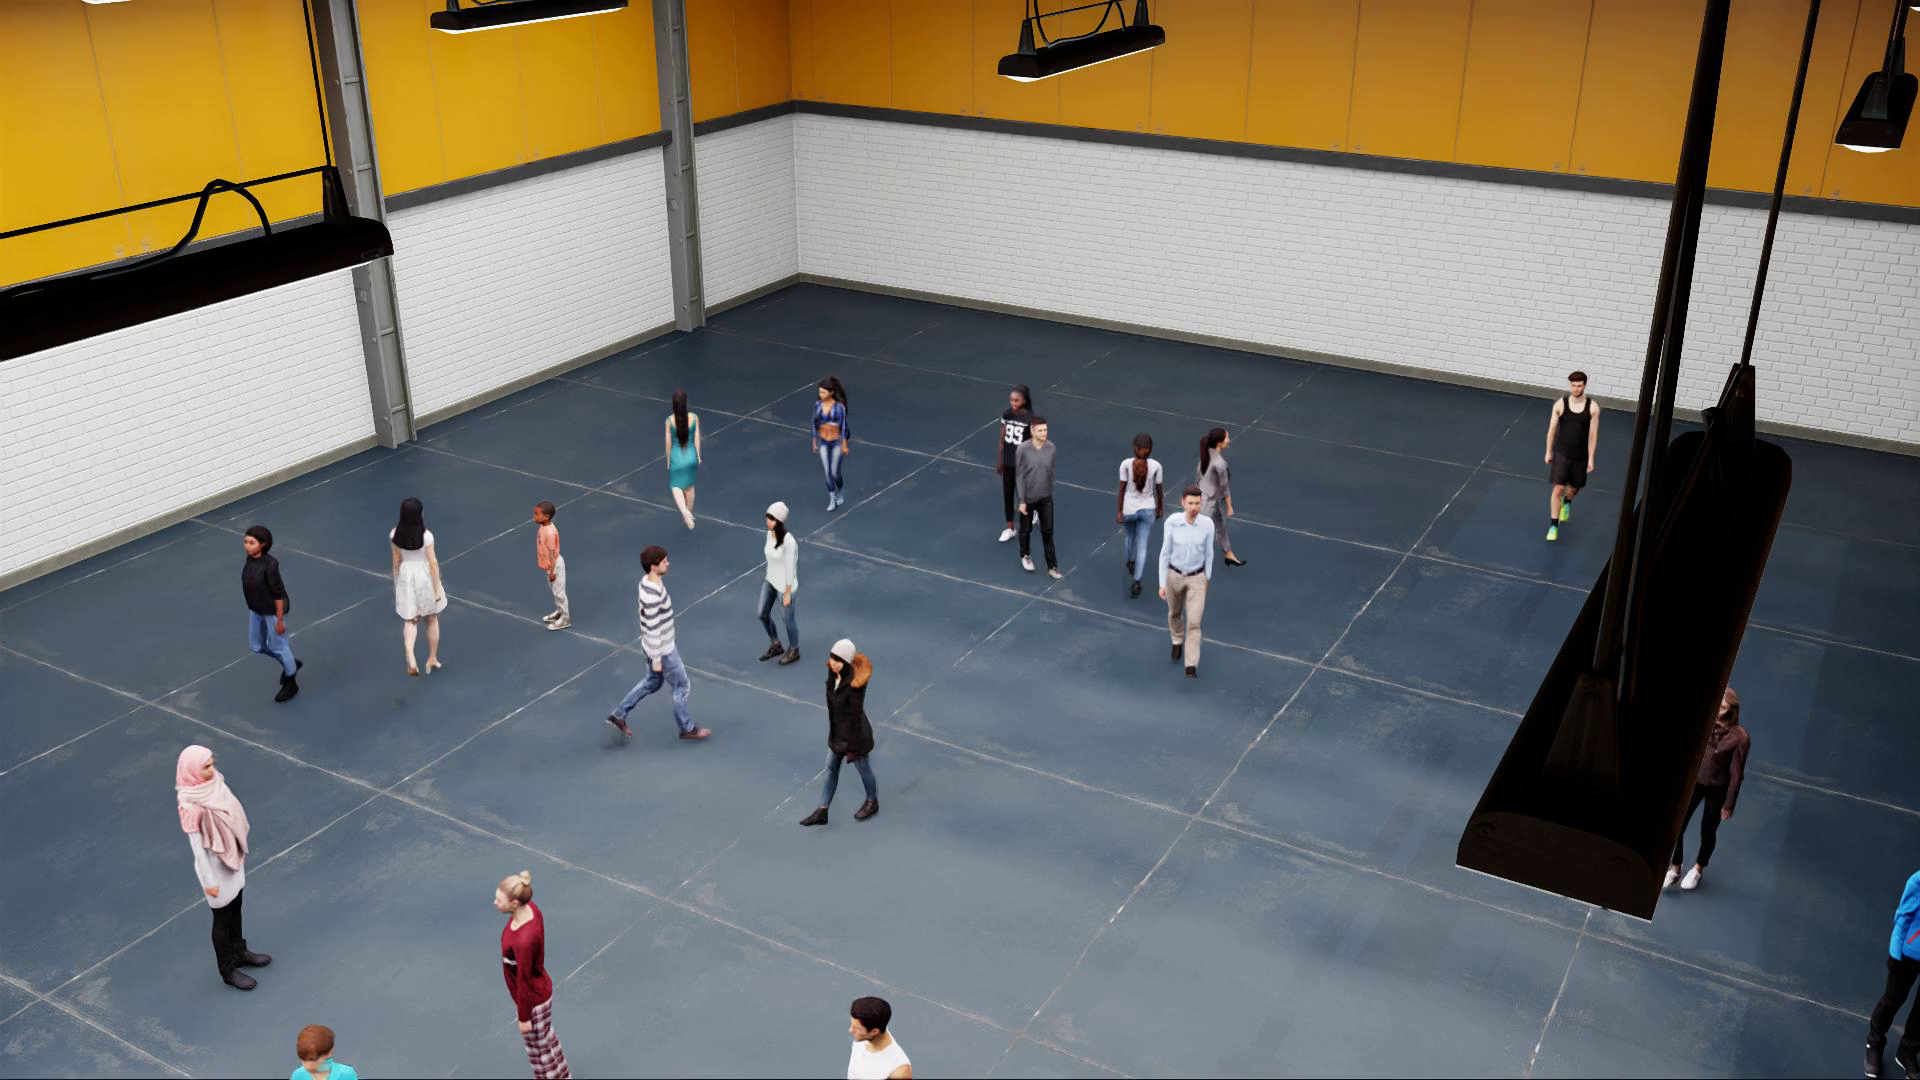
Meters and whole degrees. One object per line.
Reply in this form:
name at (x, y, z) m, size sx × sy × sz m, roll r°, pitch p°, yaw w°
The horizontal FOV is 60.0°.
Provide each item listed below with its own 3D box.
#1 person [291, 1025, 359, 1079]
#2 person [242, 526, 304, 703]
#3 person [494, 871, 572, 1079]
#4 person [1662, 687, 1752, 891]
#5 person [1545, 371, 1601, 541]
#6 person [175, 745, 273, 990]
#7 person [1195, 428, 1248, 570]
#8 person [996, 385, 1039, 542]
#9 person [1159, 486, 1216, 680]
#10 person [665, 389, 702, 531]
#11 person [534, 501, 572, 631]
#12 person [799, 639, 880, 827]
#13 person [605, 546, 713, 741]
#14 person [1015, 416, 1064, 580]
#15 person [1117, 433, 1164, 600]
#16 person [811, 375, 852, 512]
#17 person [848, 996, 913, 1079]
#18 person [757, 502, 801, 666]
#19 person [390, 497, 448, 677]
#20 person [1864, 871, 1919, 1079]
person at (-3.458, 3.250, 9.281) m, size 0.797 × 1.415 × 1.003 m, roll 1°, pitch 24°, yaw 2°
person at (-6.131, 0.632, 14.939) m, size 0.580 × 1.680 × 0.655 m, roll 13°, pitch 27°, yaw 26°
person at (-2.596, 2.738, 10.098) m, size 0.752 × 1.698 × 0.685 m, roll -5°, pitch 24°, yaw -12°
person at (5.539, 1.806, 12.235) m, size 0.758 × 1.694 × 0.723 m, roll -20°, pitch 30°, yaw -38°
person at (6.757, -0.965, 18.362) m, size 0.835 × 1.864 × 1.178 m, roll 8°, pitch 25°, yaw 17°
person at (-5.002, 2.188, 11.223) m, size 0.792 × 1.805 × 0.691 m, roll 1°, pitch 24°, yaw 2°
person at (2.497, -0.330, 17.217) m, size 1.166 × 1.619 × 1.117 m, roll -6°, pitch 24°, yaw -13°
person at (0.661, -0.863, 18.315) m, size 0.642 × 1.716 × 0.928 m, roll 13°, pitch 27°, yaw 27°
person at (2.088, 0.337, 15.467) m, size 0.933 × 1.798 × 1.256 m, roll 4°, pitch 24°, yaw 8°
person at (-3.028, -0.838, 18.311) m, size 0.860 × 1.672 × 0.883 m, roll -9°, pitch 25°, yaw -20°
person at (-3.992, 0.228, 16.328) m, size 0.586 × 1.308 × 0.545 m, roll -11°, pitch 26°, yaw -23°
person at (-0.808, 1.494, 13.060) m, size 1.010 × 1.606 × 0.815 m, roll -19°, pitch 30°, yaw -37°
person at (-2.648, 0.924, 14.099) m, size 1.183 × 1.818 × 1.135 m, roll -6°, pitch 24°, yaw -13°
person at (0.744, -0.477, 17.413) m, size 1.030 × 1.729 × 1.076 m, roll -7°, pitch 24°, yaw -15°
person at (1.817, -0.225, 16.894) m, size 0.872 × 1.684 × 1.139 m, roll 3°, pitch 24°, yaw 7°
person at (-1.437, -1.108, 19.009) m, size 0.659 × 1.609 × 0.640 m, roll 9°, pitch 25°, yaw 20°
person at (-0.422, 3.177, 8.991) m, size 0.741 × 1.781 × 0.730 m, roll -13°, pitch 27°, yaw -27°
person at (-1.607, 0.394, 15.539) m, size 0.693 × 1.636 × 0.667 m, roll -21°, pitch 31°, yaw -40°
person at (-4.970, 0.490, 15.168) m, size 0.874 × 1.757 × 1.046 m, roll 4°, pitch 24°, yaw 8°
person at (6.002, 2.581, 10.337) m, size 0.664 × 1.795 × 0.600 m, roll 7°, pitch 24°, yaw 15°
